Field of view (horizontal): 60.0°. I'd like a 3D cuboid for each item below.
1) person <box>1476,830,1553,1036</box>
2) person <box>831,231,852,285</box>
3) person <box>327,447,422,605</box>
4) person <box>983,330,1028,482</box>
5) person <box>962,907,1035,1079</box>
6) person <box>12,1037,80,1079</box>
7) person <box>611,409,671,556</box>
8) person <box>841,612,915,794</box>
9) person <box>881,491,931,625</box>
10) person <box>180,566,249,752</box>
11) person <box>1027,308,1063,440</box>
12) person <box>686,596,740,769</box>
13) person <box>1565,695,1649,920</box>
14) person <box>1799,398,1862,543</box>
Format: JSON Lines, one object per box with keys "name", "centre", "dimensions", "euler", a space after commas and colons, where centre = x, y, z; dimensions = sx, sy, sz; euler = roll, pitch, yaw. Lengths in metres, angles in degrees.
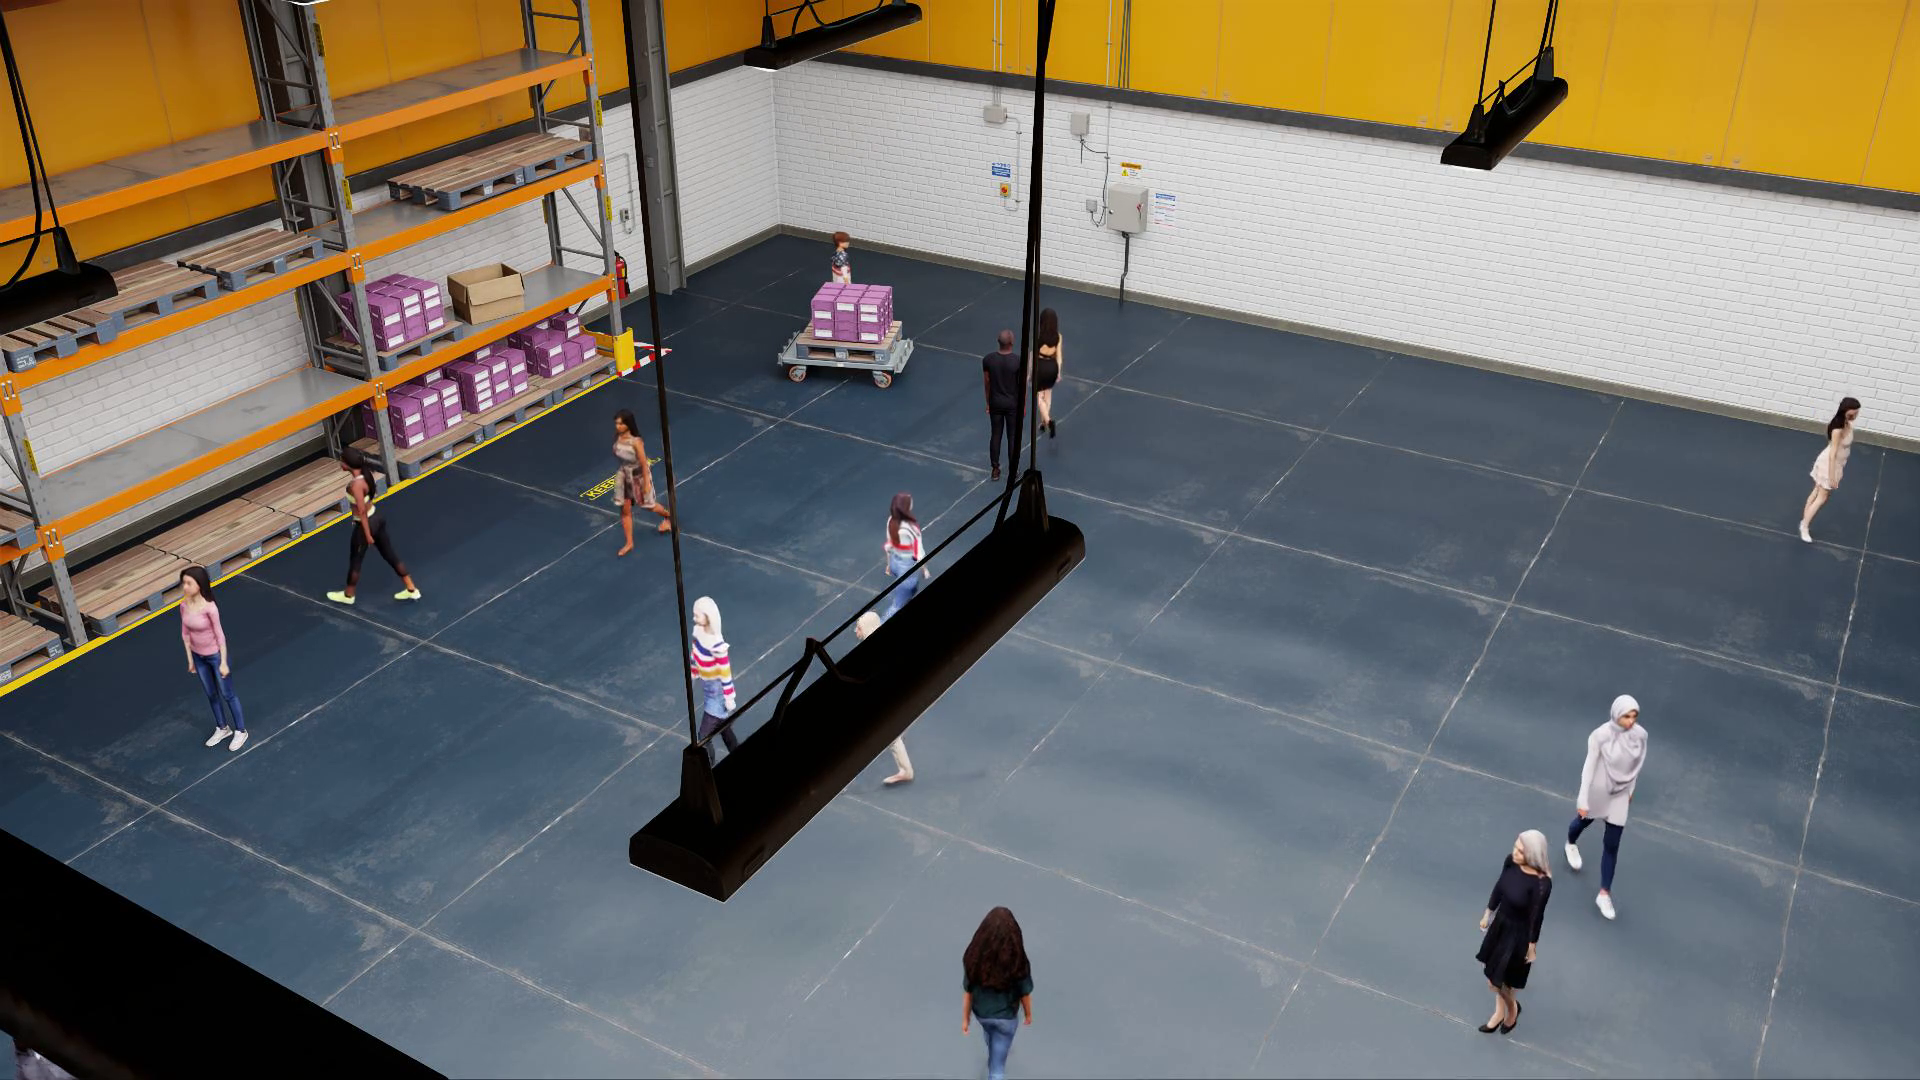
{"name": "person", "centre": [3.814, 2.659, 11.263], "dimensions": [0.846, 1.738, 0.787], "euler": [-8, 30, -14]}
{"name": "person", "centre": [-1.638, -3.559, 22.971], "dimensions": [0.615, 1.441, 0.591], "euler": [-14, 32, -24]}
{"name": "person", "centre": [-5.733, -0.117, 16.384], "dimensions": [0.972, 1.707, 1.120], "euler": [1, 29, 2]}
{"name": "person", "centre": [0.511, -1.521, 18.841], "dimensions": [0.715, 1.820, 0.648], "euler": [8, 30, 14]}
{"name": "person", "centre": [0.212, 3.087, 10.635], "dimensions": [0.777, 1.587, 1.088], "euler": [7, 29, 13]}
{"name": "person", "centre": [-5.296, 3.356, 9.988], "dimensions": [0.852, 1.735, 1.070], "euler": [3, 29, 6]}
{"name": "person", "centre": [-3.367, -0.667, 17.490], "dimensions": [0.638, 1.612, 1.024], "euler": [18, 34, 30]}
{"name": "person", "centre": [-0.608, 1.341, 13.737], "dimensions": [1.114, 1.683, 1.053], "euler": [-7, 29, -13]}
{"name": "person", "centre": [-0.583, 0.321, 15.718], "dimensions": [1.178, 1.576, 0.861], "euler": [-21, 35, -33]}
{"name": "person", "centre": [-6.440, 1.002, 14.295], "dimensions": [0.599, 1.744, 0.564], "euler": [10, 30, 17]}
{"name": "person", "centre": [1.031, -1.933, 19.795], "dimensions": [0.913, 1.630, 0.952], "euler": [-9, 30, -16]}
{"name": "person", "centre": [-1.947, 1.243, 13.805], "dimensions": [0.970, 1.789, 0.882], "euler": [-16, 32, -27]}
{"name": "person", "centre": [4.867, 1.901, 12.659], "dimensions": [0.997, 1.732, 1.202], "euler": [-1, 29, -1]}
{"name": "person", "centre": [9.167, -0.789, 17.611], "dimensions": [0.748, 1.712, 0.479], "euler": [11, 30, 19]}
